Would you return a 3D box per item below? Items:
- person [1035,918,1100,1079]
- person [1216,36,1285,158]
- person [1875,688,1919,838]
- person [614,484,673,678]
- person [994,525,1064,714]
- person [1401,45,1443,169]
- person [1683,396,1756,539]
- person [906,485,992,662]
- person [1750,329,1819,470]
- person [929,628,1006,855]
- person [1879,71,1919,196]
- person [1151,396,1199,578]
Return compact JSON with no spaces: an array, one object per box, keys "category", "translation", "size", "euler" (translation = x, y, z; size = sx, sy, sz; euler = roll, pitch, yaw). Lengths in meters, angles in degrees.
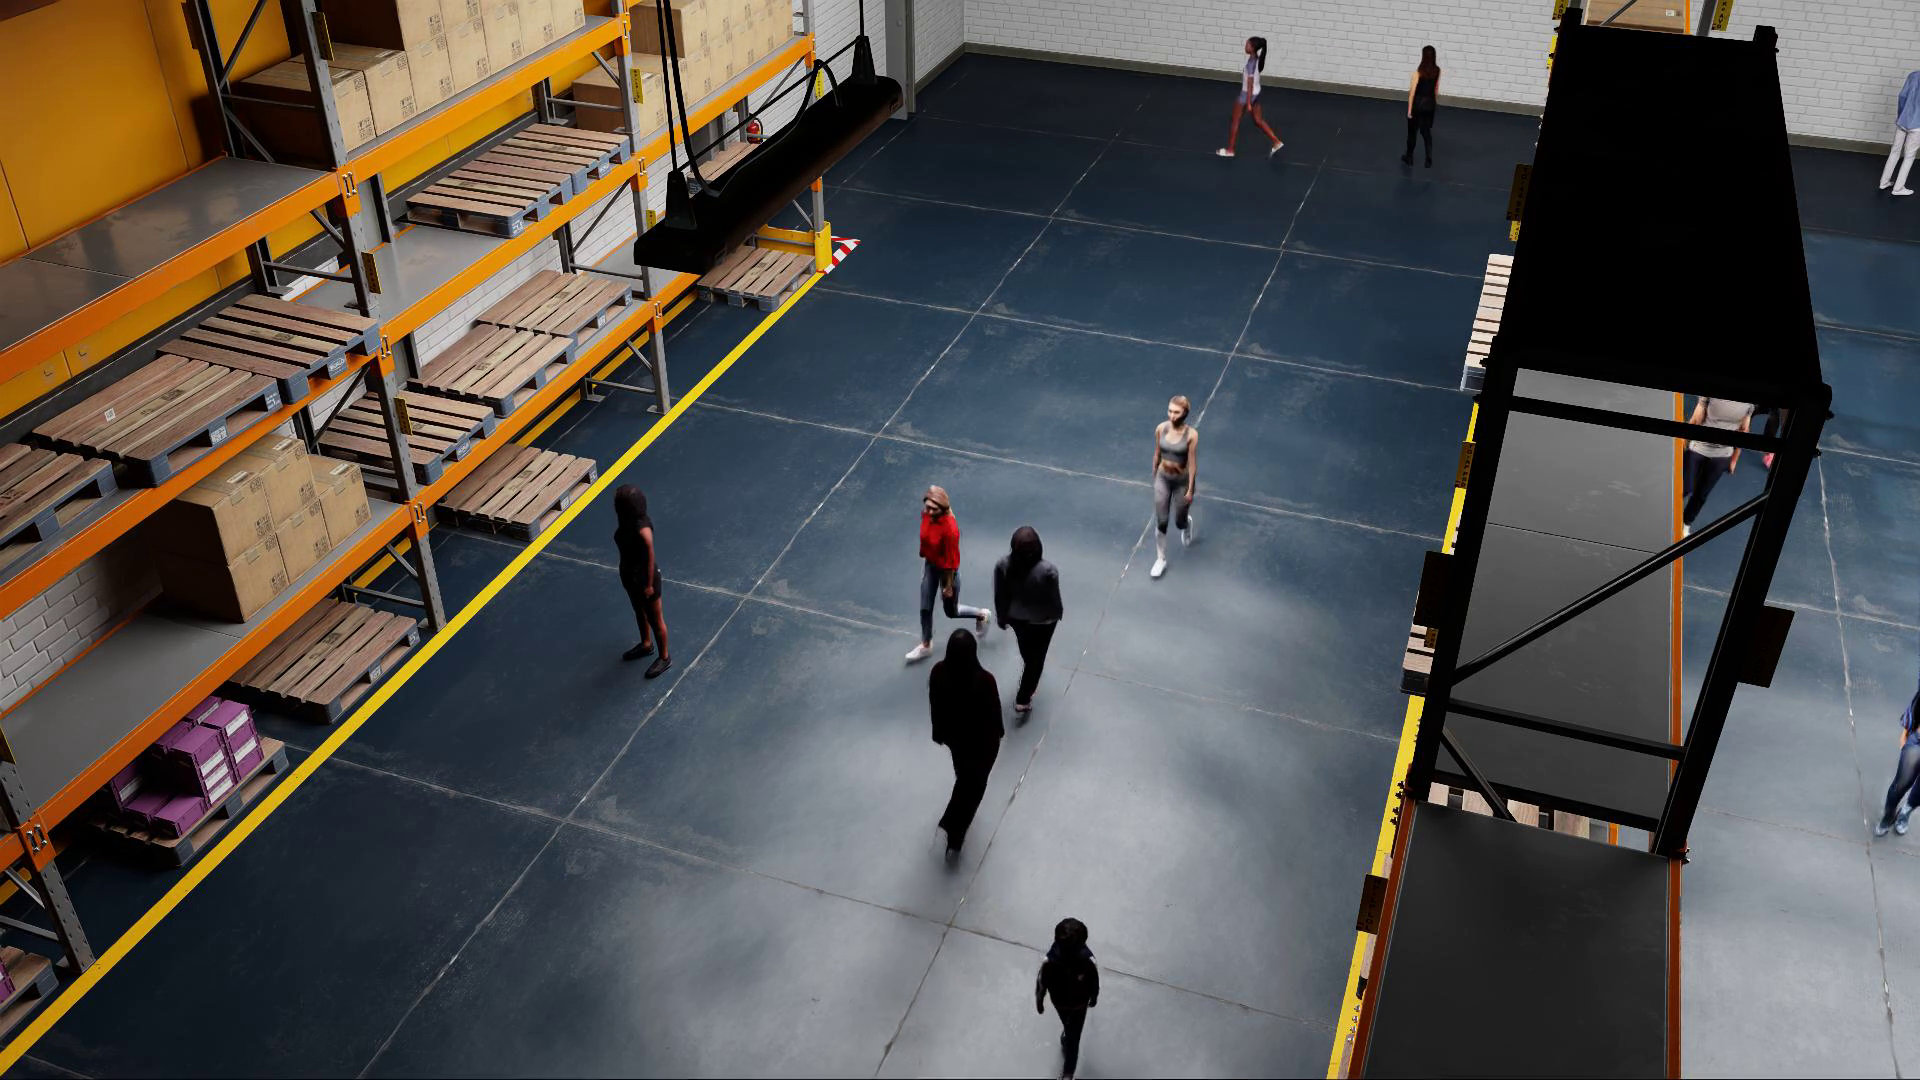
[{"category":"person","translation":[0.669,2.724,10.109],"size":[0.582,1.188,0.850],"euler":[8,34,11]},{"category":"person","translation":[4.071,-6.053,22.860],"size":[0.692,1.690,1.081],"euler":[13,36,18]},{"category":"person","translation":[6.849,1.410,11.705],"size":[0.654,1.610,0.652],"euler":[16,37,22]},{"category":"person","translation":[-2.550,0.295,13.264],"size":[0.683,1.742,0.676],"euler":[-25,41,-32]},{"category":"person","translation":[0.522,0.625,12.918],"size":[0.714,1.574,1.039],"euler":[15,36,21]},{"category":"person","translation":[6.302,-5.828,22.537],"size":[0.859,1.674,1.021],"euler":[-6,34,-8]},{"category":"person","translation":[6.679,-0.837,14.847],"size":[0.704,1.874,0.812],"euler":[10,35,15]},{"category":"person","translation":[-0.079,0.247,13.388],"size":[1.083,1.684,0.925],"euler":[-22,40,-30]},{"category":"person","translation":[7.935,-1.560,16.126],"size":[0.948,1.663,1.180],"euler":[-5,34,-8]},{"category":"person","translation":[0.030,1.415,11.598],"size":[0.793,1.721,1.104],"euler":[18,38,25]},{"category":"person","translation":[12.513,-5.492,21.837],"size":[0.797,1.888,0.711],"euler":[-11,35,-16]},{"category":"person","translation":[1.900,-0.519,14.532],"size":[0.622,1.692,0.932],"euler":[16,37,22]}]
